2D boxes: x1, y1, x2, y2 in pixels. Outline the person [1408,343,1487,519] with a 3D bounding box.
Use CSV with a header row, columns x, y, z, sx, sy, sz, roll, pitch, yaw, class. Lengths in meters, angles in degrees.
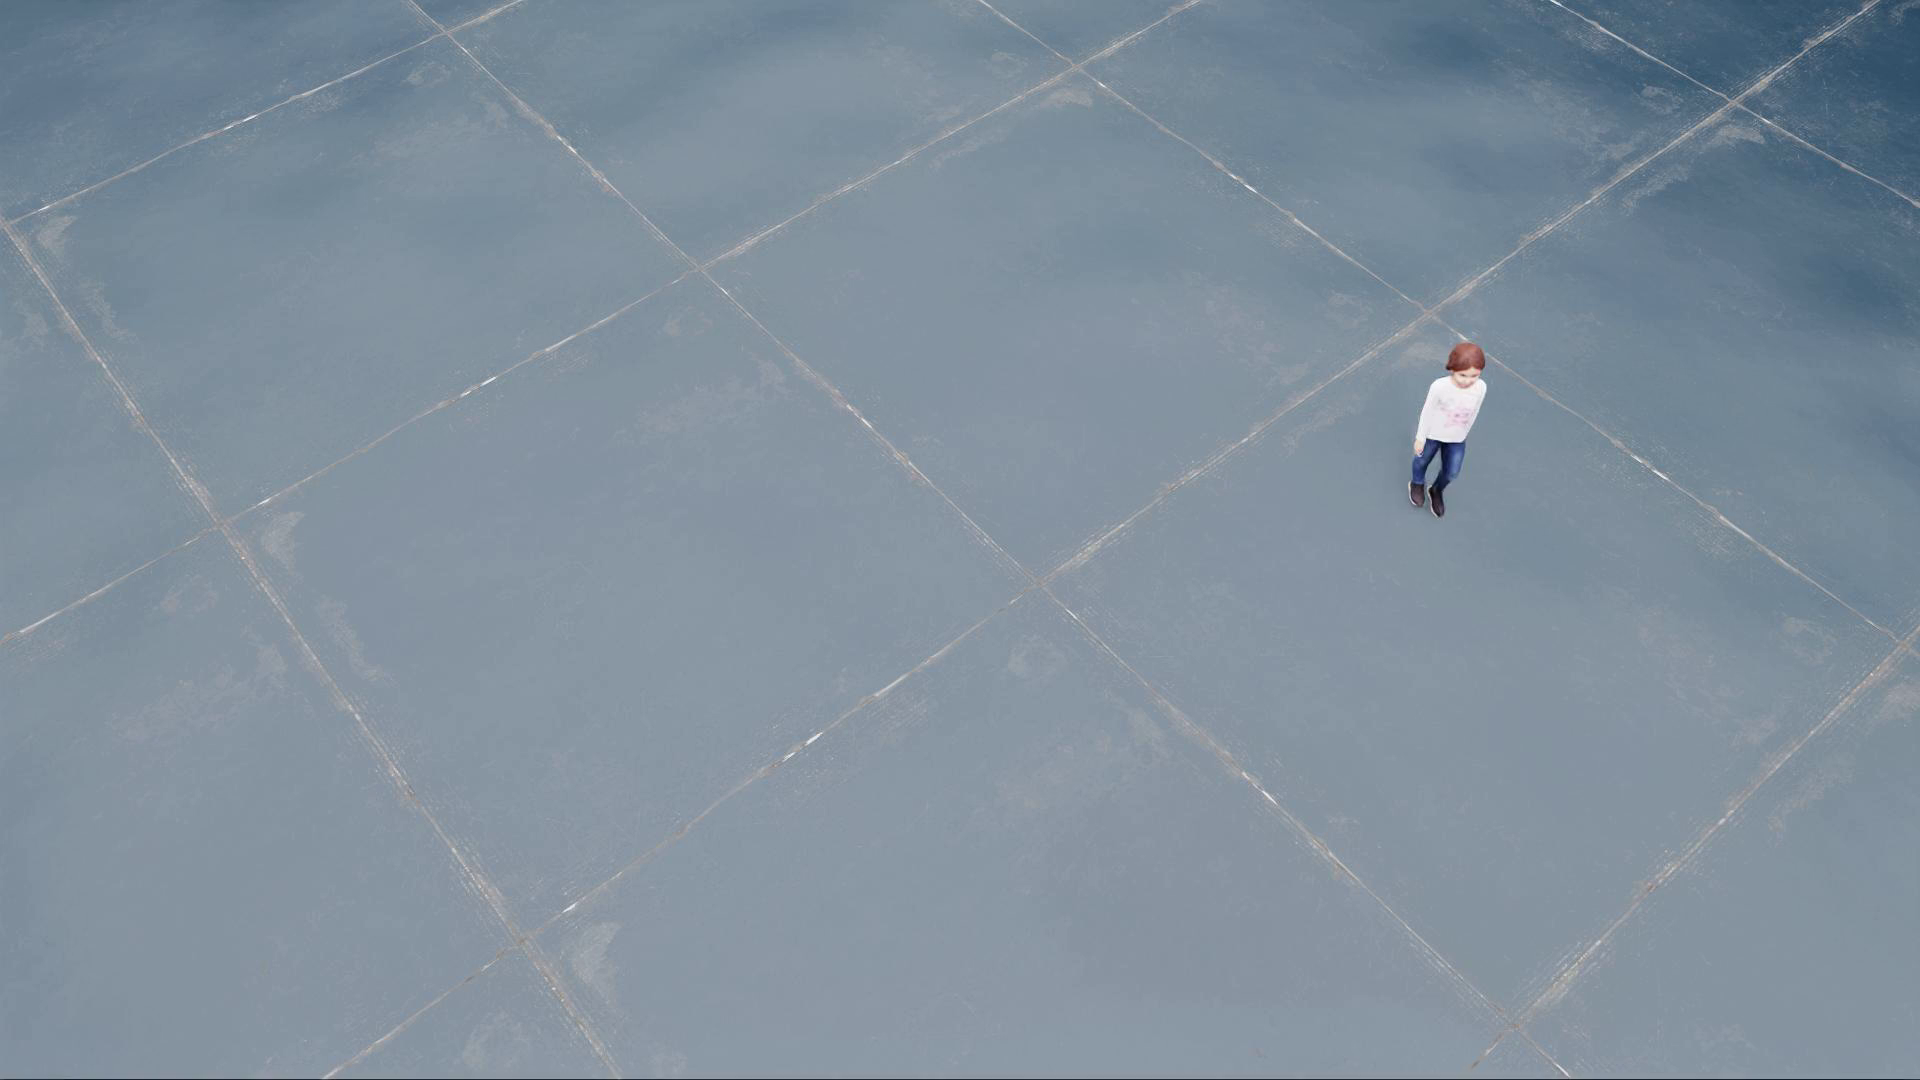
x,y,z,sx,sy,sz,roll,pitch,yaw,class
2.409,-0.594,8.306,0.555,1.102,0.615,4,52,3,person
